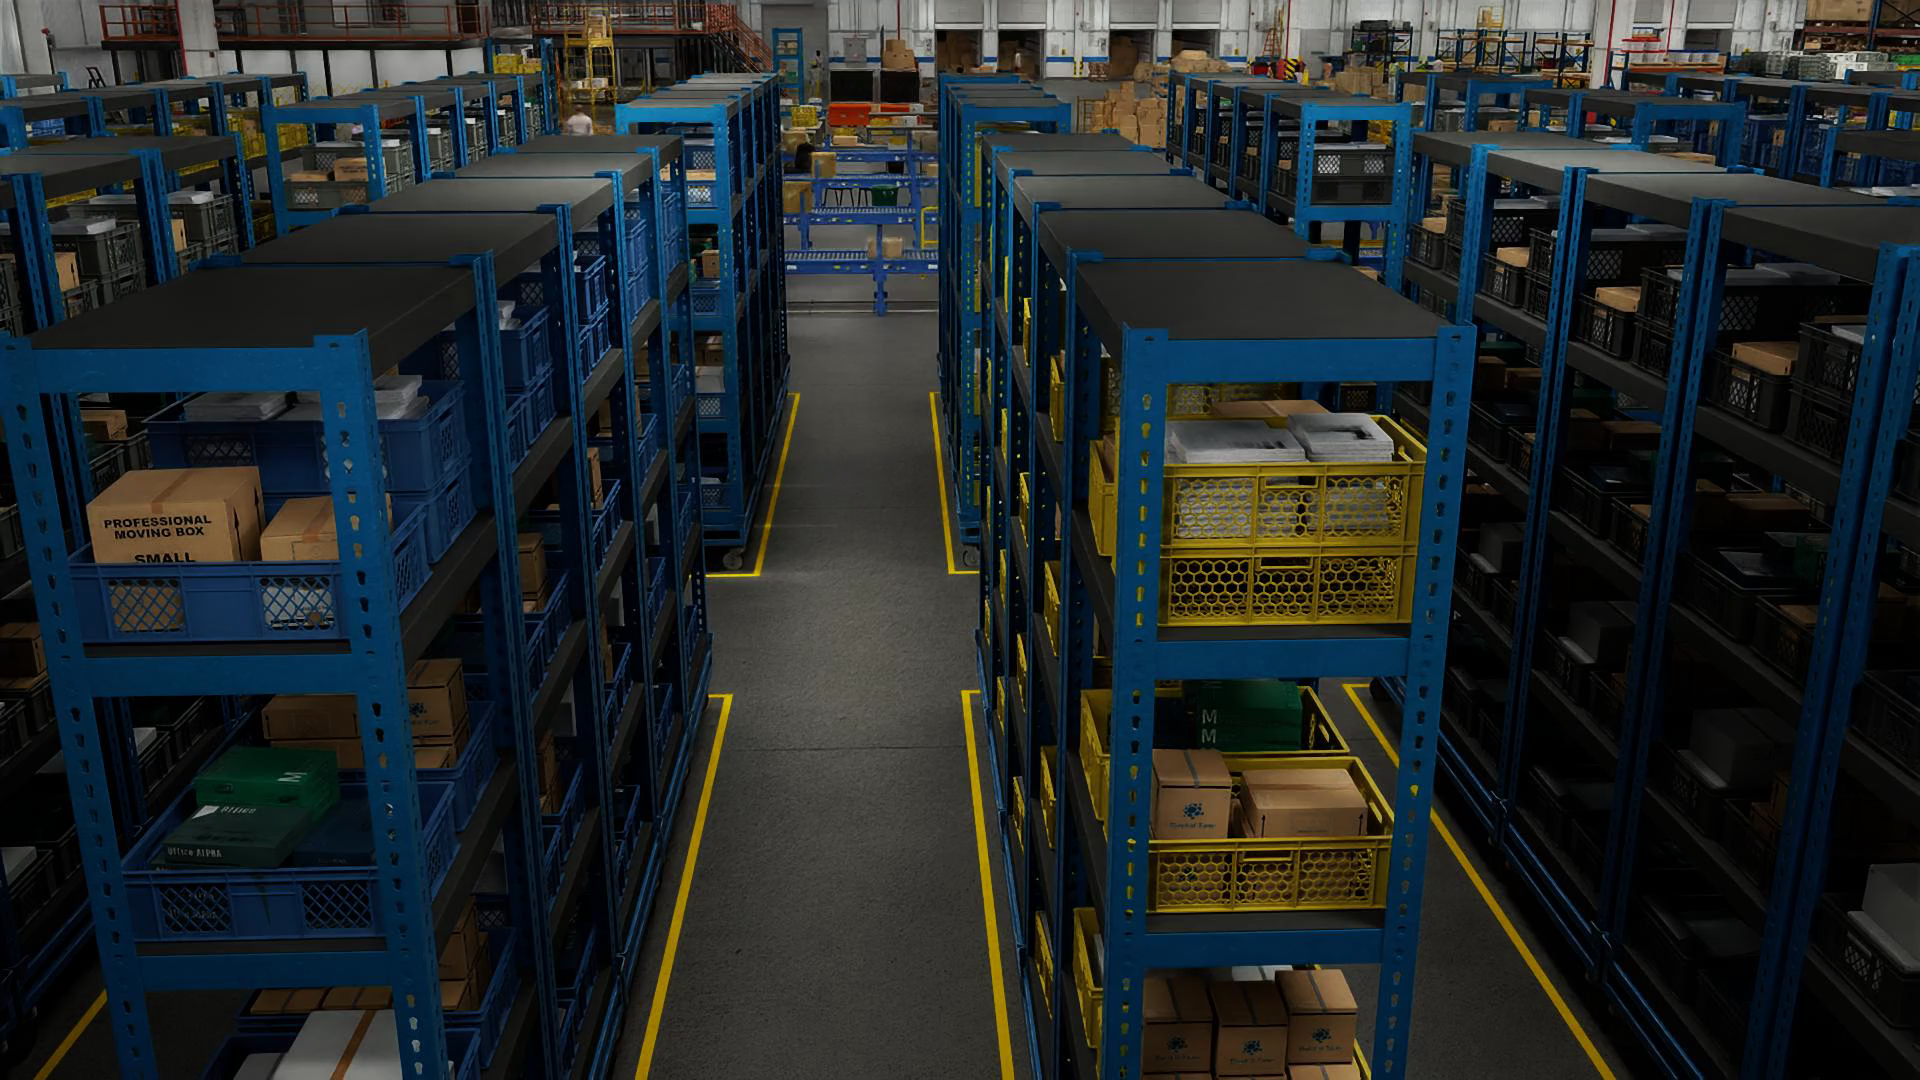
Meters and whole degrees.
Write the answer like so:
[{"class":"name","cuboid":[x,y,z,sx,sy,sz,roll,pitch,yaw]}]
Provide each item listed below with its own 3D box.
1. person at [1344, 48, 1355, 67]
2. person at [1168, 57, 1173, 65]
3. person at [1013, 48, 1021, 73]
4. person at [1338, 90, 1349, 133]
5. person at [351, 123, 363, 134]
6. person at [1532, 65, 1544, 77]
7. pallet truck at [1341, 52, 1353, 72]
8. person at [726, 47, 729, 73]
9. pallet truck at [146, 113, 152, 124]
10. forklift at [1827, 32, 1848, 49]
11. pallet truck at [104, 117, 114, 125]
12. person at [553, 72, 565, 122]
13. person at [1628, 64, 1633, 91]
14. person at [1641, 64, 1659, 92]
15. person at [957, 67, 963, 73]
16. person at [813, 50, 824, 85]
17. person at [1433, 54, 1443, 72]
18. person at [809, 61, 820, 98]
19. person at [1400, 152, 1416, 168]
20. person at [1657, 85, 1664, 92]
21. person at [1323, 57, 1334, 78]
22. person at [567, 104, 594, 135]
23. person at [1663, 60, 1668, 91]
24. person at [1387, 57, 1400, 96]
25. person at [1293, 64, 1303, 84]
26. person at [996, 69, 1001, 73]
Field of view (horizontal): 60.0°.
[{"class":"person","cuboid":[21.363,-26.028,91.359,0.586,1.915,0.385,9,20,26]},{"class":"person","cuboid":[9.859,-21.674,77.946,0.514,1.876,0.328,-12,22,-33]},{"class":"person","cuboid":[3.198,-26.101,91.551,1.027,1.946,0.651,7,19,21]},{"class":"person","cuboid":[12.336,-13.601,53.367,0.513,1.614,0.427,-1,18,-3]},{"class":"person","cuboid":[-13.360,-8.557,37.085,0.391,2.040,0.615,3,18,11]},{"class":"person","cuboid":[24.004,-18.835,69.264,0.554,1.820,0.900,15,23,39]},{"class":"pallet truck","cuboid":[18.794,-23.123,82.231,0.823,1.965,1.885,-13,22,-35]},{"class":"person","cuboid":[-13.042,-26.649,93.249,0.435,1.935,0.611,0,18,-1]},{"class":"pallet truck","cuboid":[-18.087,-8.309,36.390,1.885,1.965,0.823,-1,18,-4]},{"class":"forklift","cuboid":[46.023,-25.321,87.619,1.129,2.768,1.873,-1,18,-2]},{"class":"pallet truck","cuboid":[-18.367,-7.885,35.078,1.885,1.965,0.823,1,18,2]},{"class":"person","cuboid":[-15.020,-16.454,61.861,0.591,1.826,0.550,-12,21,-32]},{"class":"person","cuboid":[29.656,-20.419,73.958,0.630,1.940,0.373,-3,18,-10]},{"class":"person","cuboid":[33.678,-22.597,80.778,0.945,1.880,0.617,0,18,0]},{"class":"person","cuboid":[-0.048,-17.007,63.358,0.367,1.963,0.609,-3,18,-8]},{"class":"person","cuboid":[-7.692,-25.708,90.505,0.619,1.836,0.431,-11,21,-30]},{"class":"person","cuboid":[22.927,-22.301,79.780,0.371,1.941,0.627,-8,20,-24]},{"class":"person","cuboid":[-6.652,-21.067,76.292,0.519,1.724,0.459,-9,20,-27]},{"class":"person","cuboid":[11.284,-9.838,41.462,0.618,1.780,0.917,0,18,1]},{"class":"person","cuboid":[24.707,-15.433,59.035,0.719,1.611,0.546,10,20,28]},{"class":"person","cuboid":[18.630,-23.471,83.840,0.847,1.651,0.550,-10,21,-29]},{"class":"person","cuboid":[-9.445,-9.928,41.570,0.669,1.887,0.418,3,18,9]},{"class":"person","cuboid":[29.682,-19.116,69.763,0.720,2.000,0.577,10,20,28]},{"class":"person","cuboid":[20.645,-22.111,79.347,0.429,1.846,0.625,-12,21,-32]},{"class":"person","cuboid":[13.661,-18.264,67.324,0.386,1.918,0.591,14,23,37]},{"class":"person","cuboid":[1.537,-16.799,62.817,0.589,1.902,0.610,6,19,17]}]
